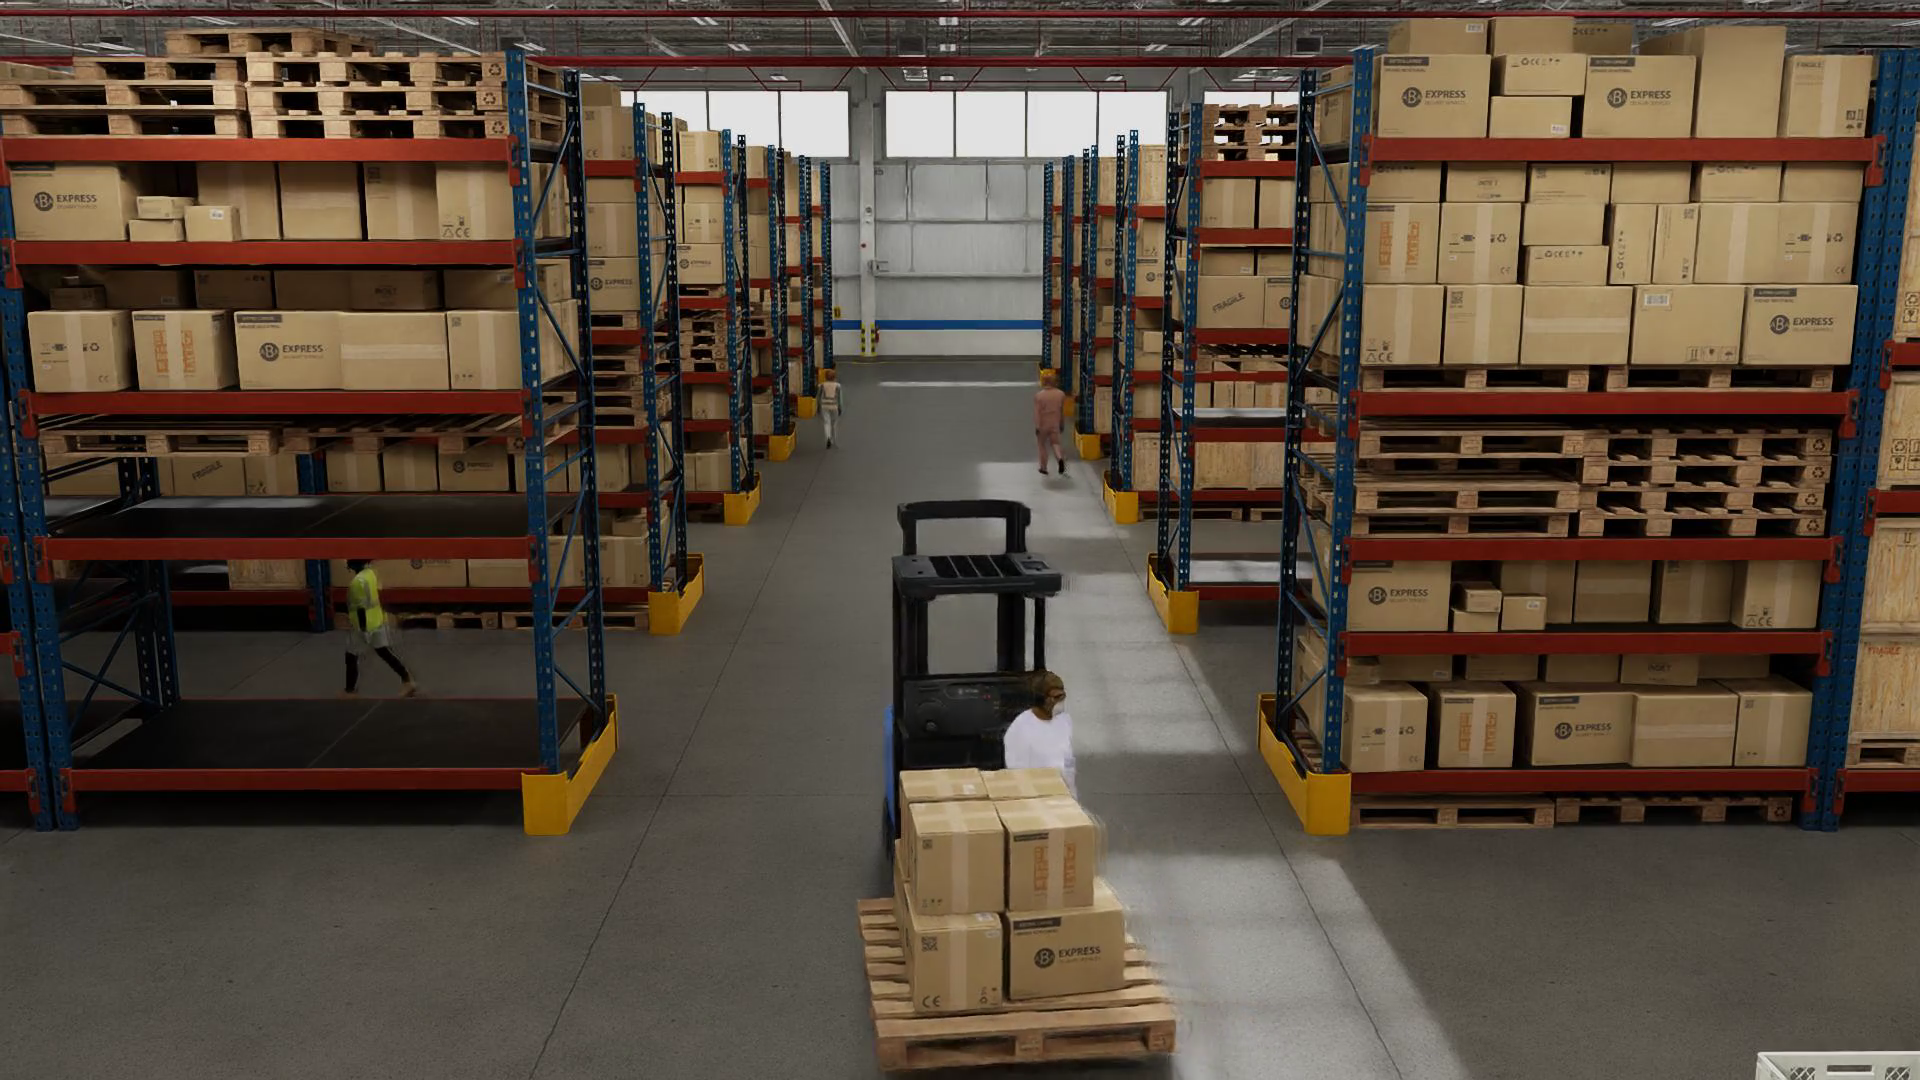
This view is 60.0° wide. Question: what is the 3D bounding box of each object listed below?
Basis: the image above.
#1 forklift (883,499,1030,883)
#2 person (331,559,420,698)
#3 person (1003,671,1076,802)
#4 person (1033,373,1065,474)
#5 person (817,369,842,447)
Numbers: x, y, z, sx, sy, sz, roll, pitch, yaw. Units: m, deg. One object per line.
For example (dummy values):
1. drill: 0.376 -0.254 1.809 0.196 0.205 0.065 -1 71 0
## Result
1. forklift: 0.023 1.102 12.239 1.129 2.768 1.873 -1 11 -7
2. person: -5.883 0.830 16.621 0.852 1.663 0.541 0 11 1
3. person: 0.568 1.807 11.129 0.436 1.920 0.649 9 15 38
4. person: 1.659 -2.128 30.698 0.648 1.887 0.638 -4 12 -20
5. person: -2.683 -2.711 34.308 0.517 1.613 0.722 -2 12 -12
